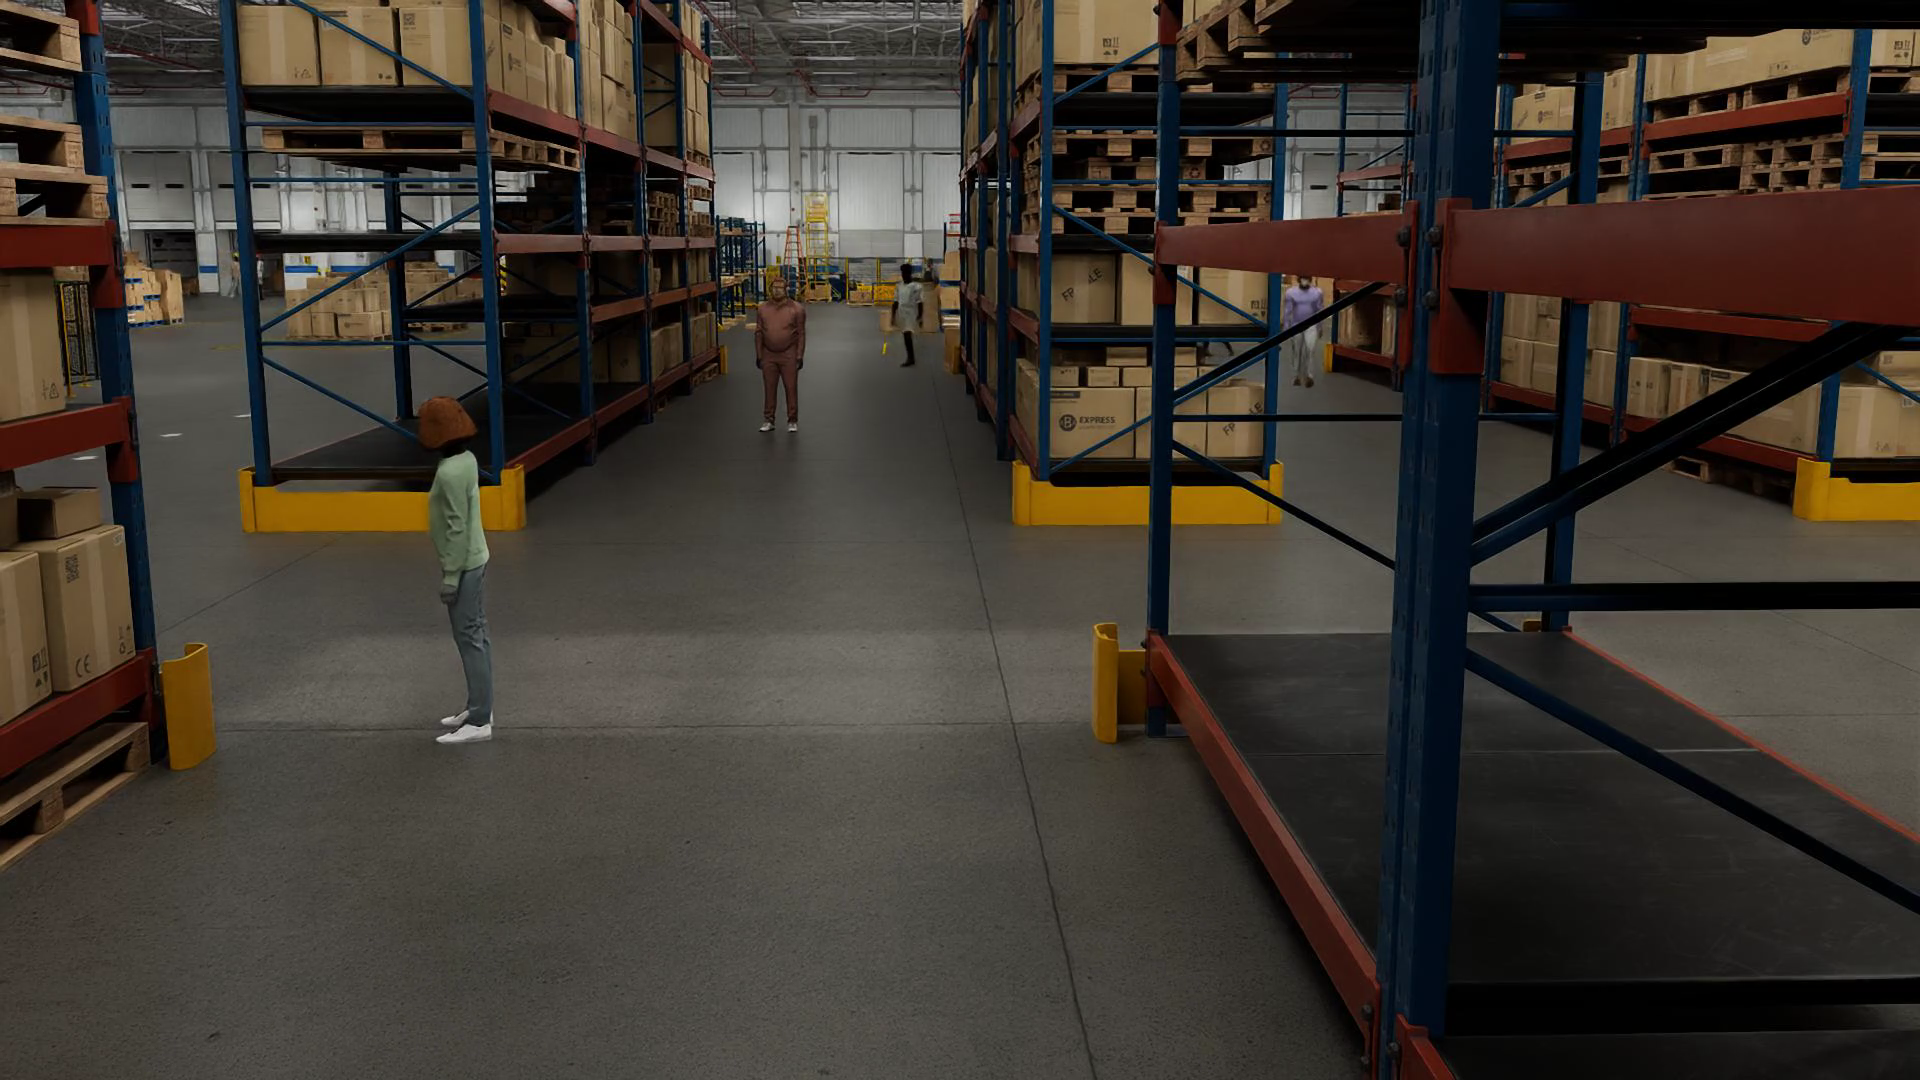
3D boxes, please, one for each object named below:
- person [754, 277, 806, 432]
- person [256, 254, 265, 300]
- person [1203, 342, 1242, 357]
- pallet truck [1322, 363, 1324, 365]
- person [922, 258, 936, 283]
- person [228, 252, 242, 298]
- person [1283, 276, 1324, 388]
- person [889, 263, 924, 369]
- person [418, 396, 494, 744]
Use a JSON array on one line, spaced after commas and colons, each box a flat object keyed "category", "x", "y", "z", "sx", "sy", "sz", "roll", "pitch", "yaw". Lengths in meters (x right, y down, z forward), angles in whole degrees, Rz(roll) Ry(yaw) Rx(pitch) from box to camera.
[{"category": "person", "x": -2.229, "y": -2.283, "z": 20.542, "sx": 0.641, "sy": 1.913, "sz": 0.407, "roll": 2, "pitch": 10, "yaw": 8}, {"category": "person", "x": -28.197, "y": -10.585, "z": 66.742, "sx": 0.543, "sy": 1.928, "sz": 0.372, "roll": -8, "pitch": 13, "yaw": -39}, {"category": "person", "x": 5.339, "y": -4.553, "z": 33.877, "sx": 0.843, "sy": 1.648, "sz": 0.552, "roll": 1, "pitch": 10, "yaw": 8}, {"category": "pallet truck", "x": 7.712, "y": -4.157, "z": 30.737, "sx": 1.885, "sy": 1.965, "sz": 0.823, "roll": 3, "pitch": 11, "yaw": 16}, {"category": "person", "x": -1.031, "y": -8.343, "z": 54.574, "sx": 0.552, "sy": 1.827, "sz": 0.376, "roll": 8, "pitch": 13, "yaw": 37}, {"category": "person", "x": -30.227, "y": -11.051, "z": 69.441, "sx": 0.887, "sy": 1.900, "sz": 0.595, "roll": 4, "pitch": 11, "yaw": 22}, {"category": "person", "x": 5.534, "y": -3.395, "z": 26.801, "sx": 0.656, "sy": 1.884, "sz": 1.013, "roll": 2, "pitch": 10, "yaw": 9}, {"category": "person", "x": -1.029, "y": -4.140, "z": 30.810, "sx": 0.607, "sy": 1.938, "sz": 0.765, "roll": 9, "pitch": 13, "yaw": 41}, {"category": "person", "x": -2.360, "y": 0.139, "z": 7.817, "sx": 0.280, "sy": 1.633, "sz": 0.498, "roll": -2, "pitch": 10, "yaw": -9}]
